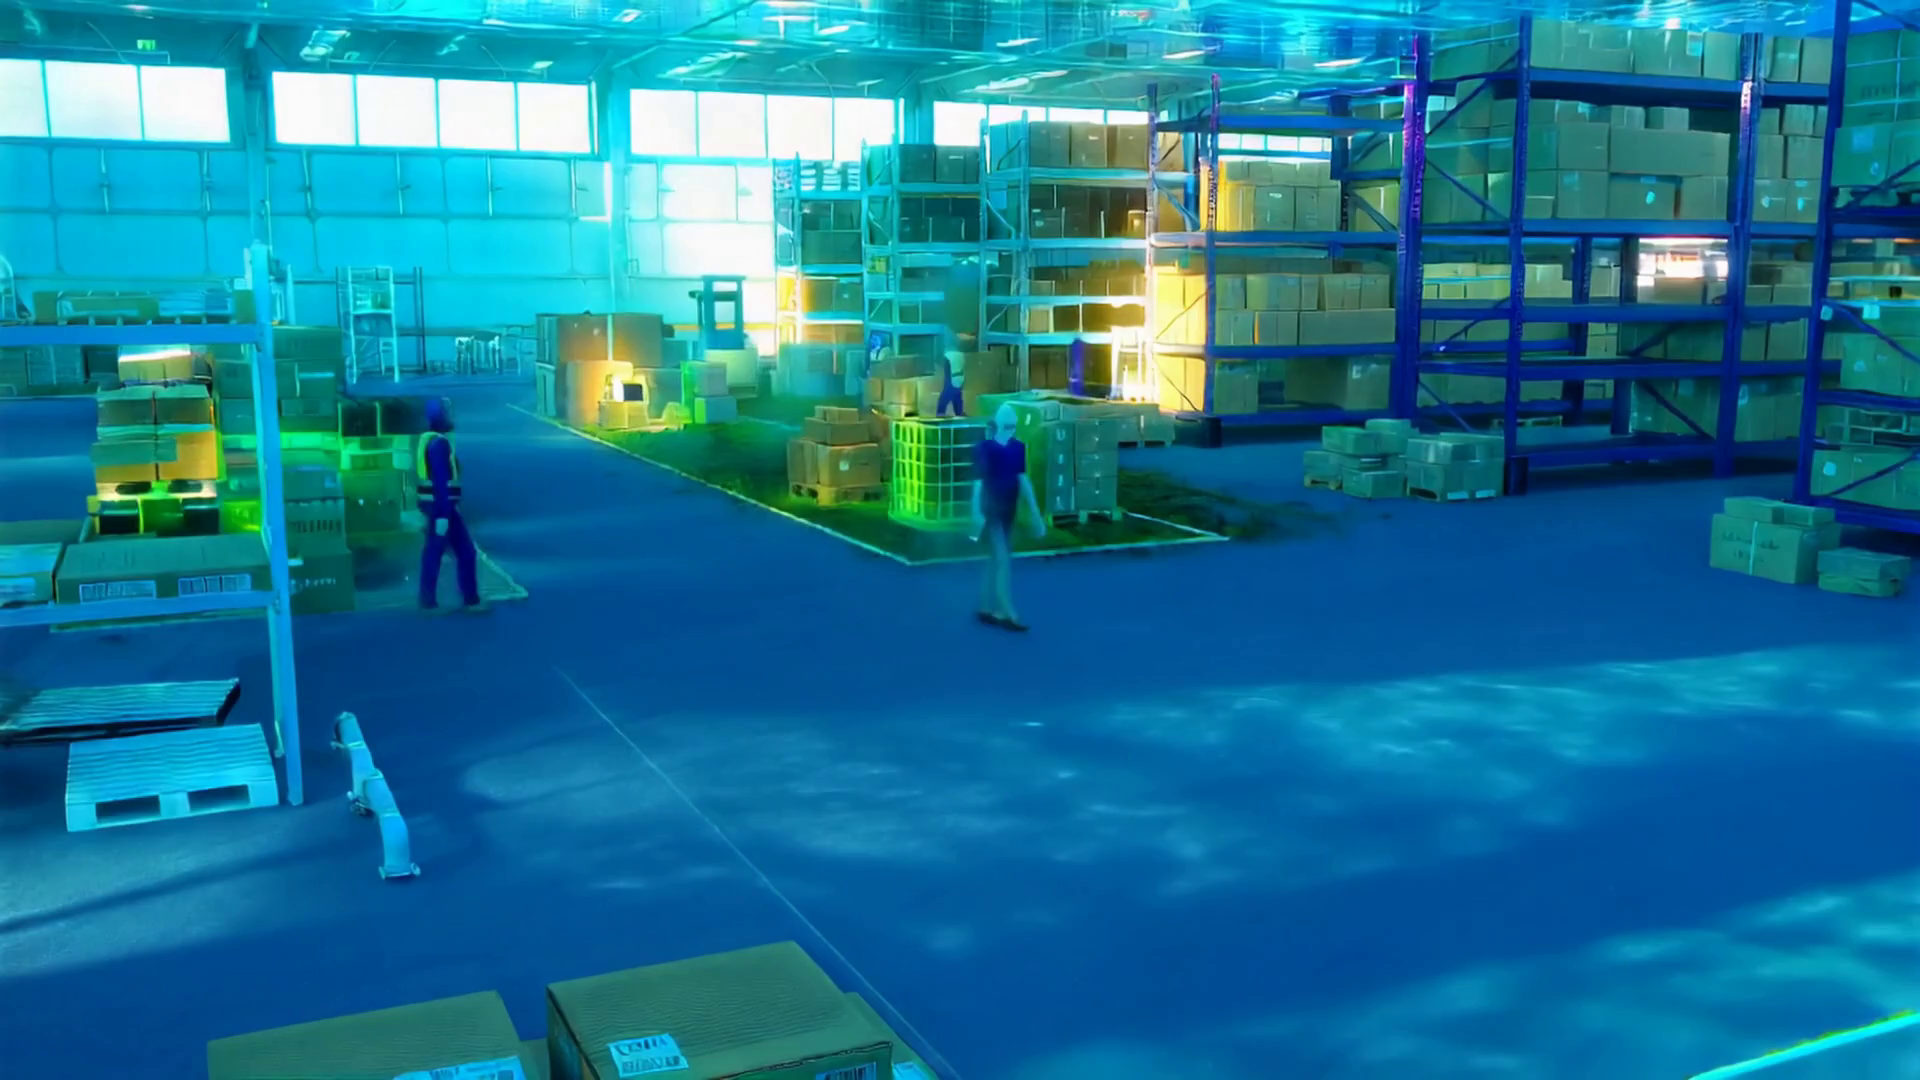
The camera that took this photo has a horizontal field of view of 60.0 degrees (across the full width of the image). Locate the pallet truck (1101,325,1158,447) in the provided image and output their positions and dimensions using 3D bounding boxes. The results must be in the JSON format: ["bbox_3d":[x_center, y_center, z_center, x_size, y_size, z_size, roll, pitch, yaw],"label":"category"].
[{"bbox_3d":[2.881,-2.596,27.923,0.823,1.965,1.885,-1,9,-7],"label":"pallet truck"}]

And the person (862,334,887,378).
[{"bbox_3d":[-1.793,-3.571,35.253,0.526,1.594,0.886,5,10,26],"label":"person"}]

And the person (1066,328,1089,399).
[{"bbox_3d":[2.260,-3.169,32.080,0.448,1.806,0.708,1,9,9],"label":"person"}]

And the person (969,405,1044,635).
[{"bbox_3d":[0.413,-0.164,13.367,0.872,1.835,0.542,9,13,44],"label":"person"}]

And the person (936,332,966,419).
[{"bbox_3d":[-0.220,-2.546,27.959,0.854,1.882,0.621,5,11,31],"label":"person"}]

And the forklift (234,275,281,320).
[{"bbox_3d":[-15.632,-4.532,37.205,1.129,2.768,1.873,-4,10,-25],"label":"forklift"}]

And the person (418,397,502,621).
[{"bbox_3d":[-4.168,-0.255,13.811,0.775,1.859,0.606,-5,10,-28],"label":"person"}]

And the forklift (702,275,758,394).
[{"bbox_3d":[-5.553,-4.857,39.221,1.129,2.768,1.873,-4,10,-25],"label":"forklift"}]
